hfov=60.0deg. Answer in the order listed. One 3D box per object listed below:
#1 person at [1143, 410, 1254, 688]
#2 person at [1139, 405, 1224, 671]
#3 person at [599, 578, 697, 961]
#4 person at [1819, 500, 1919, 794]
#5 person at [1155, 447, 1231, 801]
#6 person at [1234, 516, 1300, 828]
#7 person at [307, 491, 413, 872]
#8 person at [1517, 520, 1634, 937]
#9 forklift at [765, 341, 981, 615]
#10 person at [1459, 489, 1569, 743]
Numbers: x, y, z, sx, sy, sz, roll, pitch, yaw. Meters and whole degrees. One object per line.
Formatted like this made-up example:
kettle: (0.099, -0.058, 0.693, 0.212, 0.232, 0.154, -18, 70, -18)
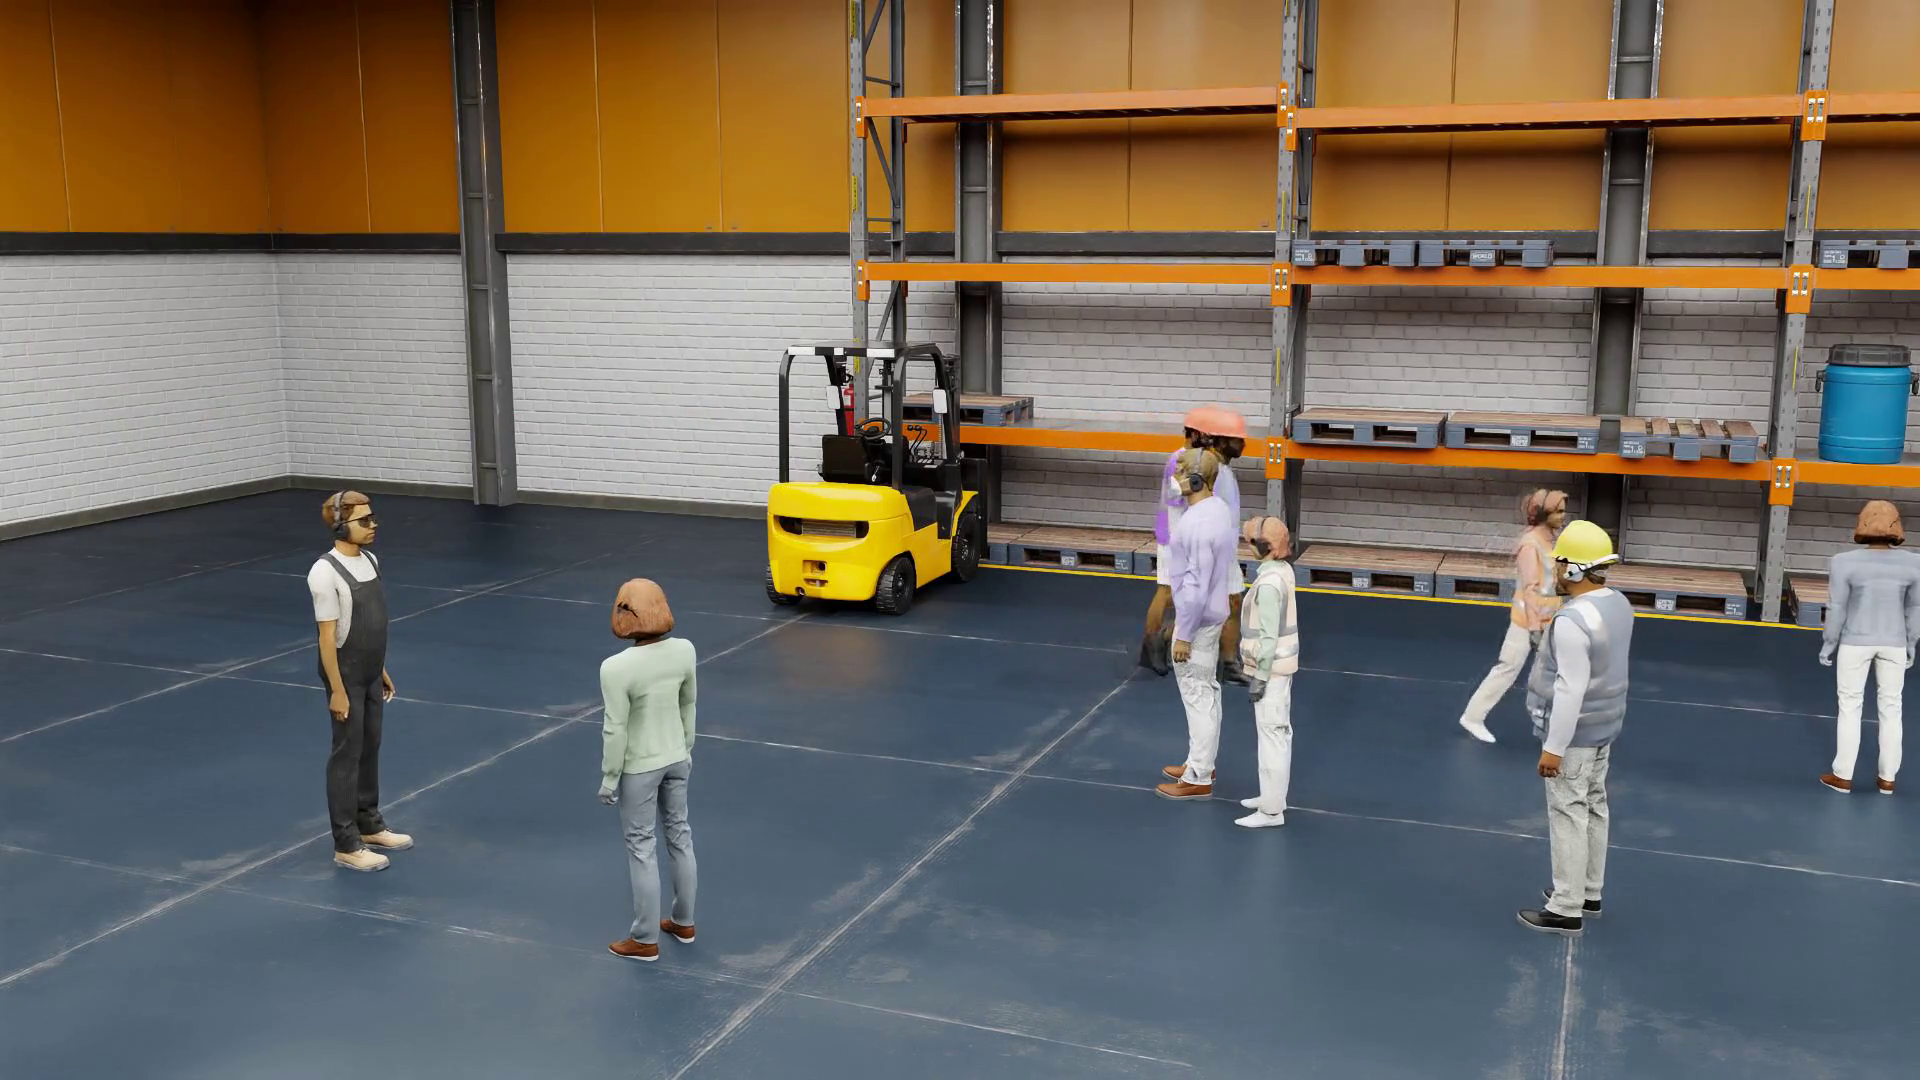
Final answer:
person: (1.689, 0.062, 11.334, 0.747, 1.914, 0.546, 5, 11, 25)
person: (1.634, -0.032, 11.929, 0.514, 1.900, 0.700, 4, 11, 23)
person: (-1.320, 0.966, 7.068, 0.284, 1.636, 0.500, 8, 13, 37)
person: (5.010, 0.592, 9.158, 0.498, 1.633, 0.282, 2, 10, 11)
person: (1.281, 0.454, 9.077, 0.372, 1.940, 0.632, 3, 11, 16)
person: (1.603, 0.682, 8.644, 0.312, 1.638, 0.512, 3, 11, 18)
person: (-2.931, 0.675, 8.103, 0.345, 1.847, 0.507, 1, 10, 6)
person: (2.701, 0.822, 7.320, 0.404, 1.830, 0.602, 9, 13, 41)
forklift: (-0.739, -0.602, 14.246, 1.214, 2.155, 2.313, 4, 11, 21)
person: (3.408, 0.481, 9.895, 0.873, 1.598, 0.527, 9, 14, 42)
